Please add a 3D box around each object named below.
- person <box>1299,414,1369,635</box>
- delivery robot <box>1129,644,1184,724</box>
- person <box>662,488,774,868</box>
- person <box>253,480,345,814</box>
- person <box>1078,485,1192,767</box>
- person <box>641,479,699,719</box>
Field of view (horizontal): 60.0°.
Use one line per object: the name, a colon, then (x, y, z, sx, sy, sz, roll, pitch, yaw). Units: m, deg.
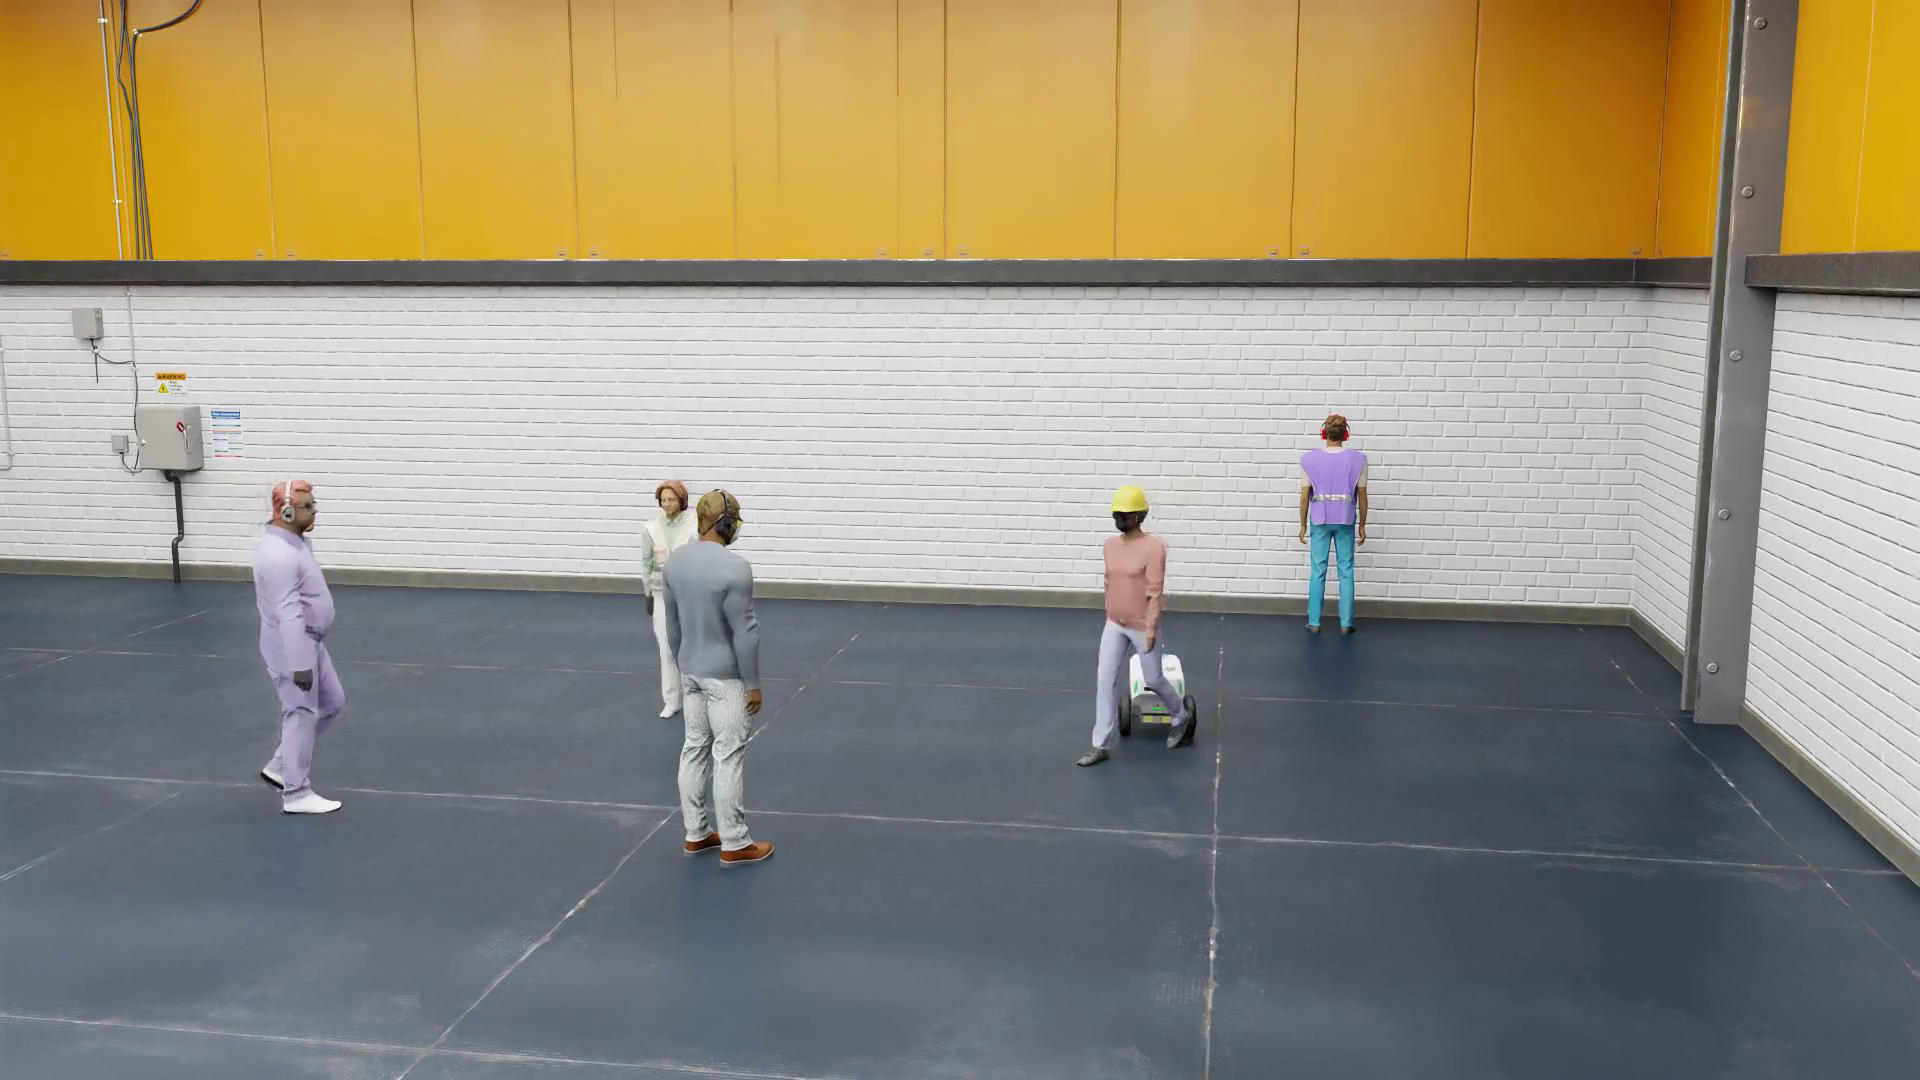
person: (3.100, -0.122, 13.846, 0.567, 1.847, 0.389, 1, 9, 8)
delivery robot: (1.302, 0.931, 11.033, 0.477, 0.478, 0.707, 1, 9, 4)
person: (-1.245, 0.702, 8.503, 0.627, 1.934, 0.371, 8, 12, 40)
person: (-3.660, 0.601, 9.251, 0.437, 1.887, 0.666, -3, 10, -17)
person: (1.107, 0.504, 10.333, 0.523, 1.734, 0.861, 9, 13, 44)
person: (-1.917, 0.379, 11.416, 0.528, 1.624, 0.549, 2, 9, 10)
